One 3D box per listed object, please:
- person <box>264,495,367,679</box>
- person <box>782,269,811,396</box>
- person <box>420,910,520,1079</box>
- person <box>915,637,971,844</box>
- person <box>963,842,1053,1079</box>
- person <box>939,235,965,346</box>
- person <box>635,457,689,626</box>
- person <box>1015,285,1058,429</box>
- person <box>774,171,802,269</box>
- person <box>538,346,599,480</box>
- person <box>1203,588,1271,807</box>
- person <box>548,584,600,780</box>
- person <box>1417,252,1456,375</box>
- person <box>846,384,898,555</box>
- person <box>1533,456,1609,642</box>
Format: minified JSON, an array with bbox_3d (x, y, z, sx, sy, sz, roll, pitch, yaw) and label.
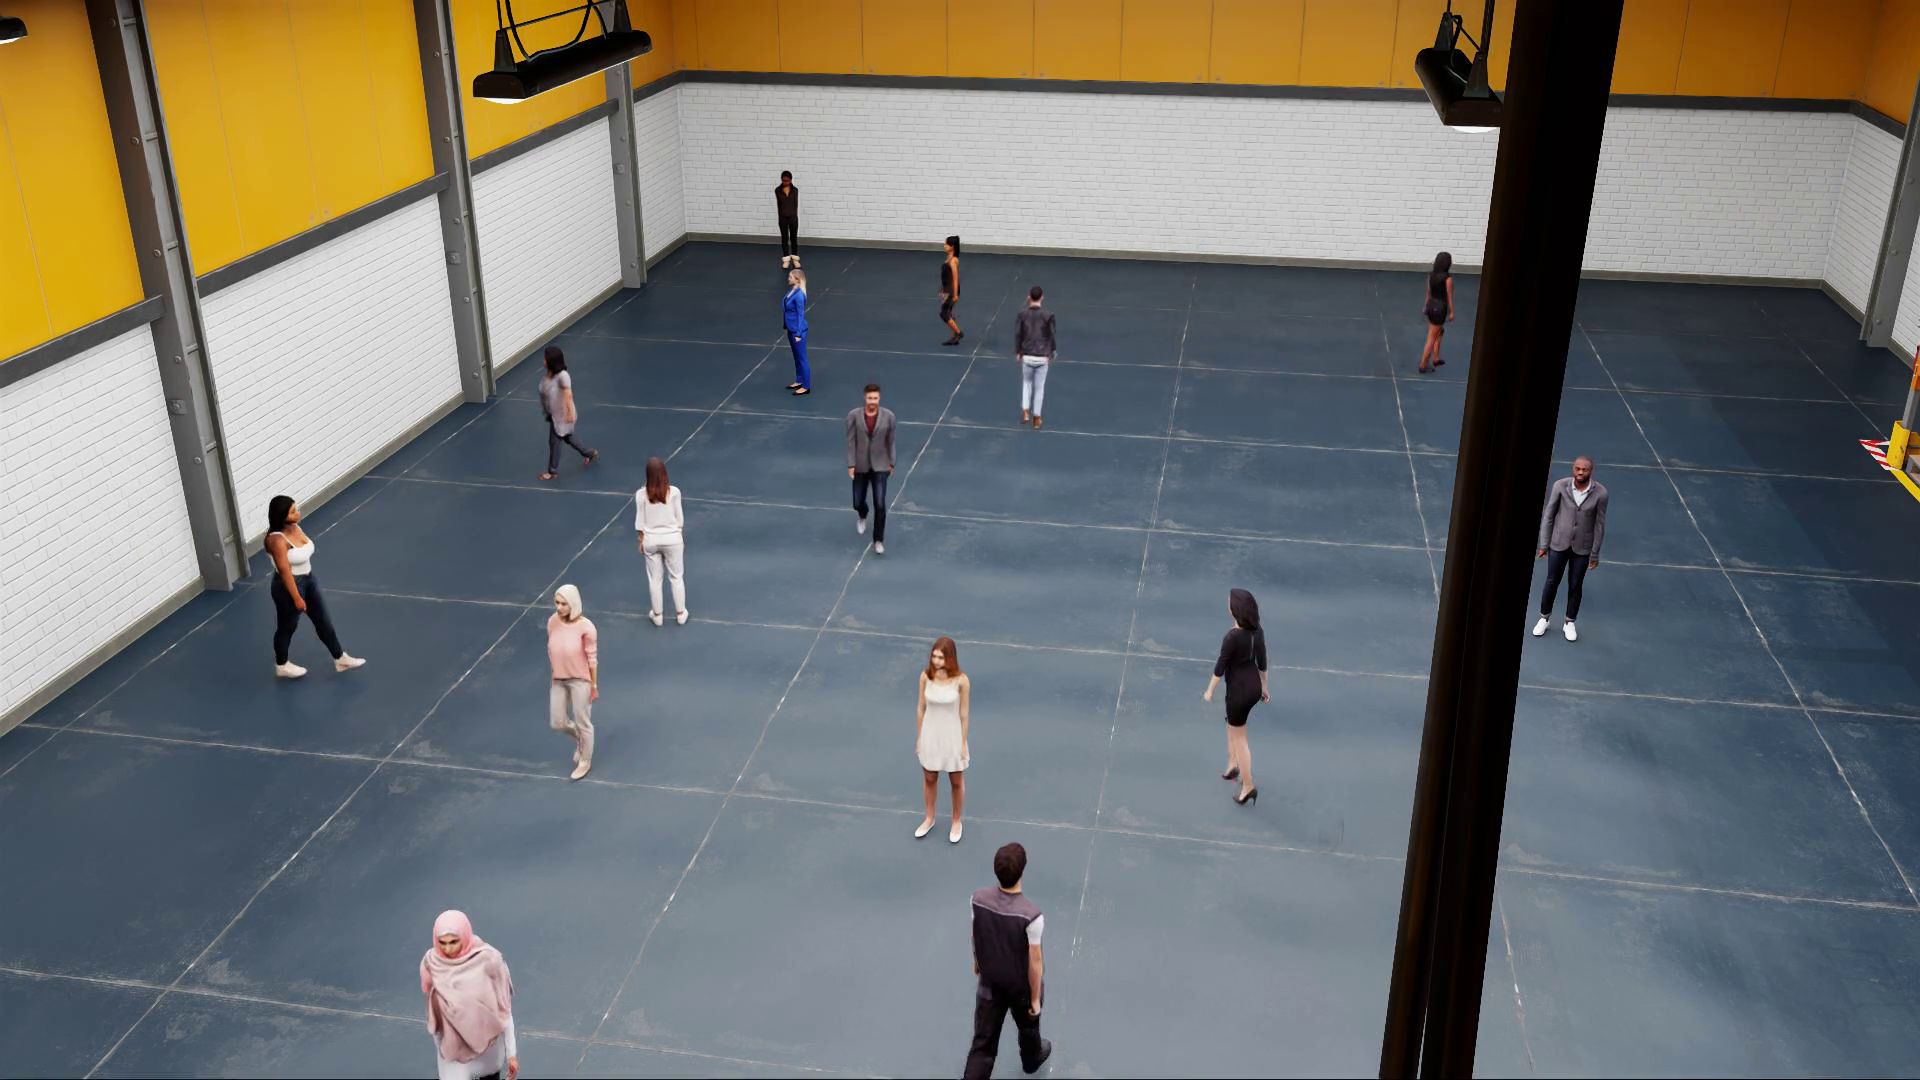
[{"bbox_3d":[-6.060,0.449,14.887,0.765,1.773,0.994,2,24,5],"label":"person"},{"bbox_3d":[-2.185,-2.826,22.469,0.766,1.701,0.661,-9,25,-20],"label":"person"},{"bbox_3d":[-2.761,2.816,9.481,0.918,1.767,1.176,-5,24,-12],"label":"person"},{"bbox_3d":[-0.127,1.487,12.599,0.571,1.705,0.549,6,24,14],"label":"person"},{"bbox_3d":[0.234,2.657,9.797,0.925,1.805,1.282,12,26,25],"label":"person"},{"bbox_3d":[-0.069,-3.659,24.436,0.720,1.653,0.624,-3,24,-7],"label":"person"},{"bbox_3d":[-2.862,0.011,16.004,0.675,1.683,0.647,-4,24,-8],"label":"person"},{"bbox_3d":[0.954,-2.294,21.100,0.670,1.823,0.619,5,24,12],"label":"person"},{"bbox_3d":[-2.982,-5.572,28.800,0.666,1.662,0.731,-2,24,-5],"label":"person"},{"bbox_3d":[-4.658,-1.528,19.653,1.078,1.580,1.048,-14,27,-28],"label":"person"},{"bbox_3d":[2.269,1.282,12.978,0.787,1.777,0.838,-22,32,-40],"label":"person"},{"bbox_3d":[-3.084,1.101,13.469,0.661,1.716,0.684,8,25,17],"label":"person"},{"bbox_3d":[6.566,-3.146,23.180,0.890,1.720,0.870,-9,25,-20],"label":"person"},{"bbox_3d":[-0.951,-0.798,17.644,0.791,1.852,0.984,-1,24,-1],"label":"person"},{"bbox_3d":[5.776,0.056,15.731,0.762,1.818,0.670,9,25,20],"label":"person"}]
